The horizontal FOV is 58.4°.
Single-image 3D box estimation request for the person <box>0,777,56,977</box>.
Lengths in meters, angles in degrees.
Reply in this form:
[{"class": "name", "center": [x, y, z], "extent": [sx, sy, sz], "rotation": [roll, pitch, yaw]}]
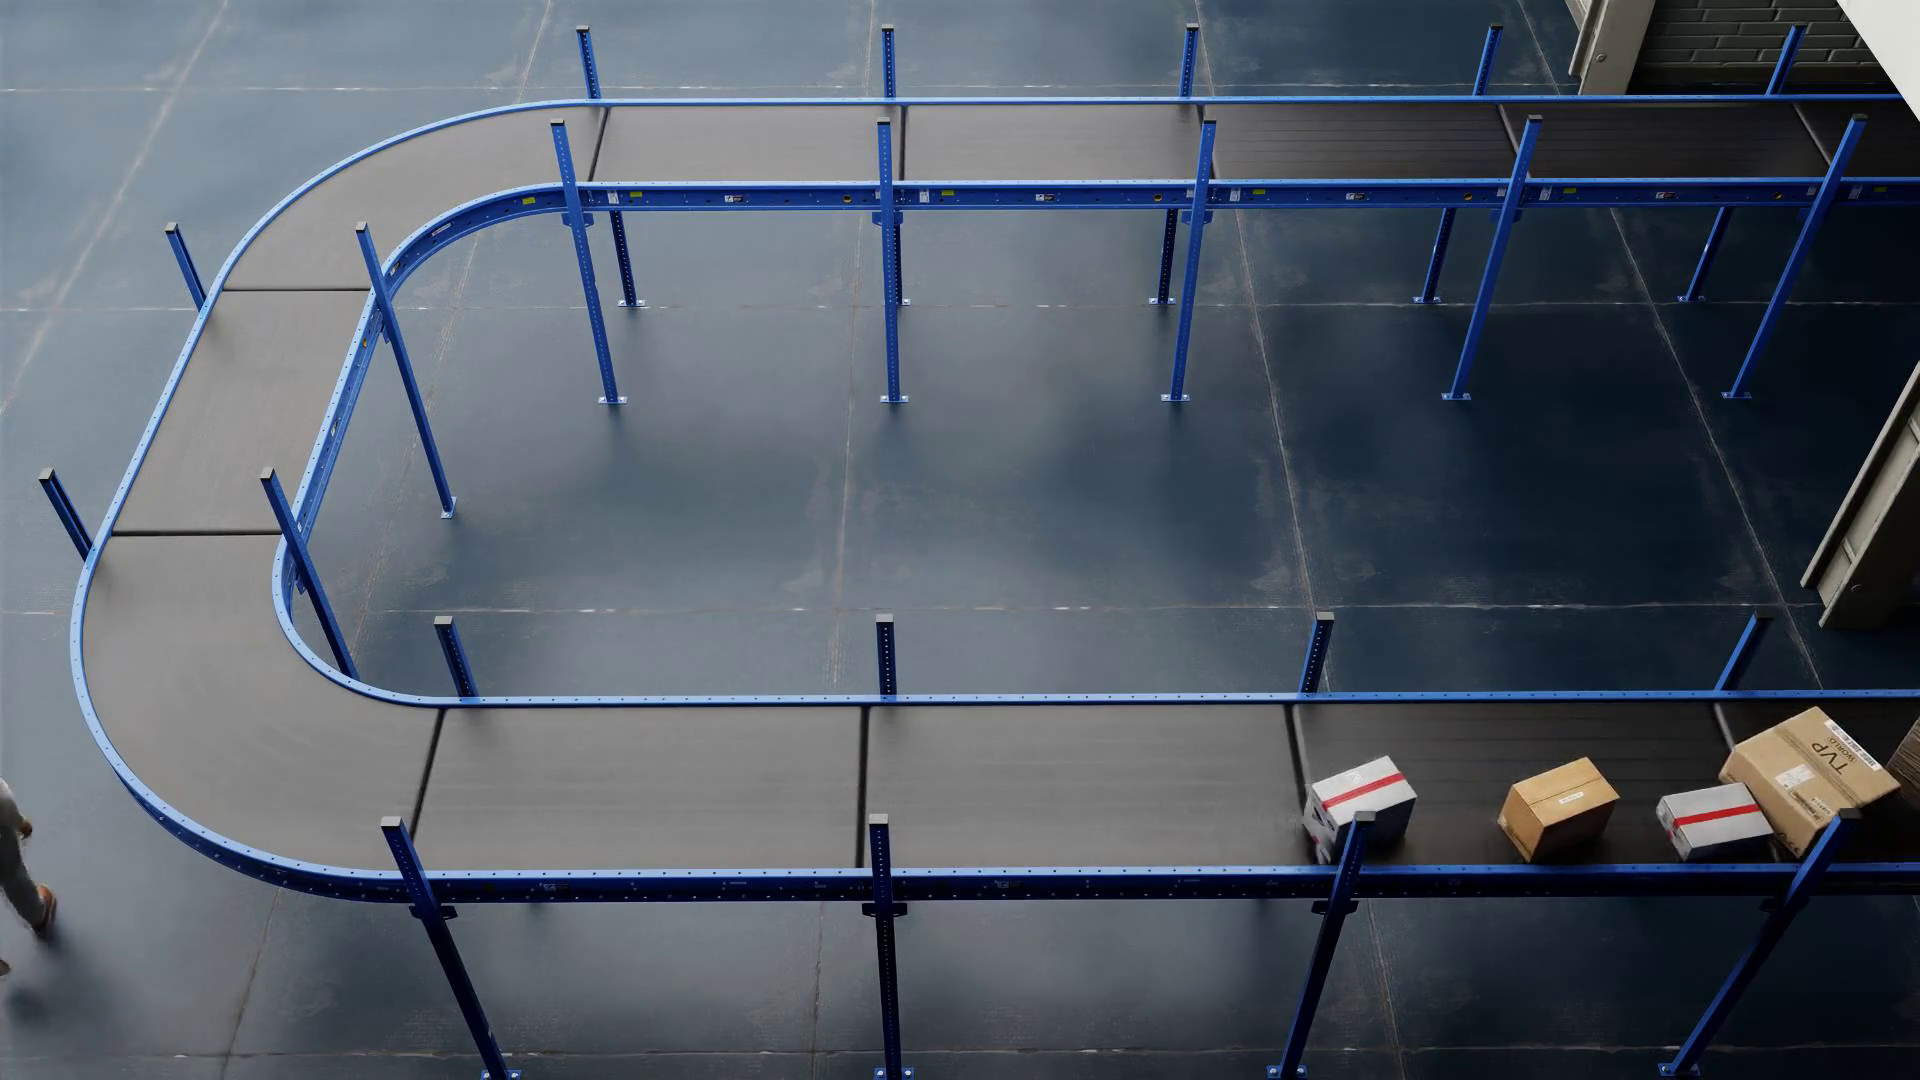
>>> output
[{"class": "person", "center": [-4.982, 1.517, 8.548], "extent": [0.637, 1.922, 0.607], "rotation": [-14, 48, -12]}]
